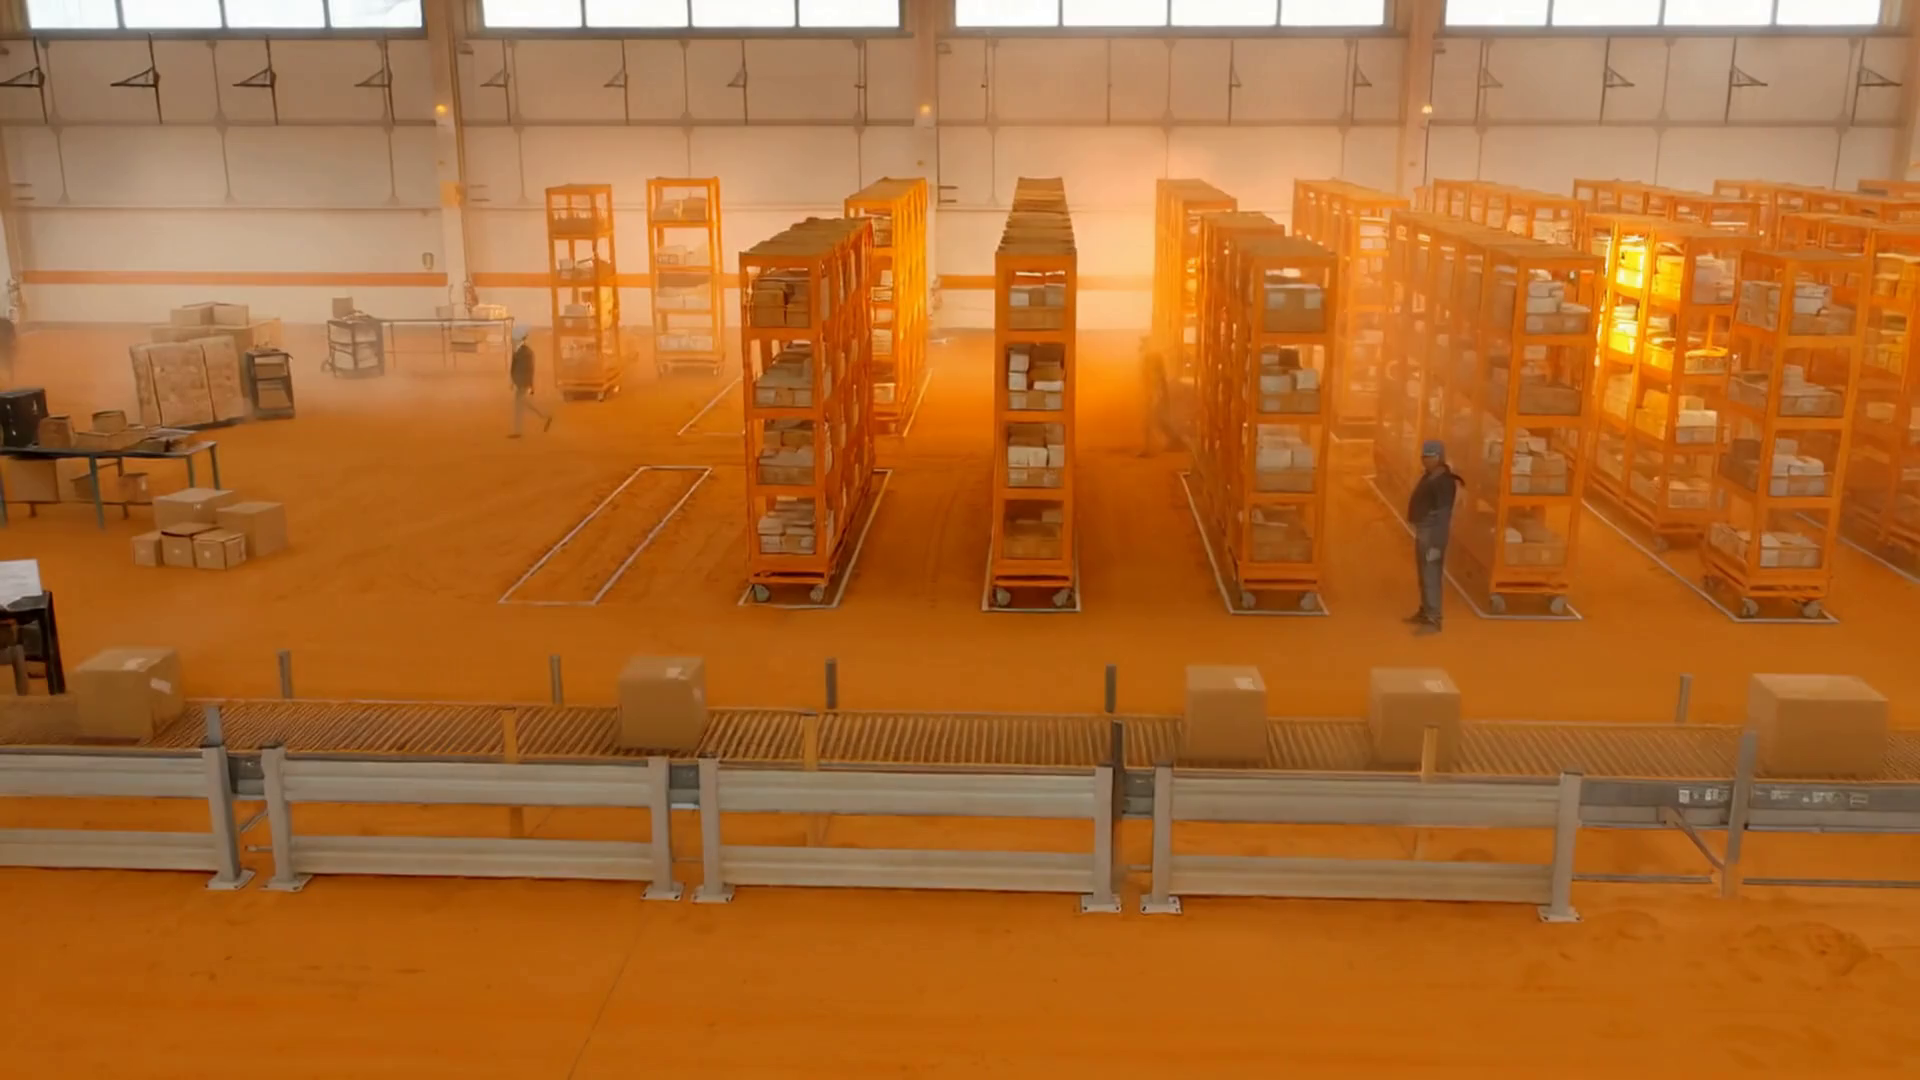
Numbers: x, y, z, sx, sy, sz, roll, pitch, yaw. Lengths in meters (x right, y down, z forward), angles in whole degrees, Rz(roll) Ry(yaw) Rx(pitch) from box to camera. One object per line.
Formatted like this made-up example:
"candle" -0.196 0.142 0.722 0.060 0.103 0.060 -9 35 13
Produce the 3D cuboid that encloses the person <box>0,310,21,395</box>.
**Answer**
"person" -15.791 -3.056 27.328 0.435 1.878 0.667 12 19 38

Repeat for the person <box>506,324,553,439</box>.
"person" -6.582 -2.422 25.240 0.741 1.730 0.565 -9 18 -31

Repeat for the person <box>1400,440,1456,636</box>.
"person" 4.510 -0.029 16.033 0.406 1.906 0.654 1 15 3

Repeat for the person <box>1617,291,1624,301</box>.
"person" 13.114 -4.584 33.165 0.911 1.786 0.618 -3 15 -11

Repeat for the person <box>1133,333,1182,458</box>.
"person" 2.870 -2.088 23.906 0.776 1.802 0.587 -4 16 -14
